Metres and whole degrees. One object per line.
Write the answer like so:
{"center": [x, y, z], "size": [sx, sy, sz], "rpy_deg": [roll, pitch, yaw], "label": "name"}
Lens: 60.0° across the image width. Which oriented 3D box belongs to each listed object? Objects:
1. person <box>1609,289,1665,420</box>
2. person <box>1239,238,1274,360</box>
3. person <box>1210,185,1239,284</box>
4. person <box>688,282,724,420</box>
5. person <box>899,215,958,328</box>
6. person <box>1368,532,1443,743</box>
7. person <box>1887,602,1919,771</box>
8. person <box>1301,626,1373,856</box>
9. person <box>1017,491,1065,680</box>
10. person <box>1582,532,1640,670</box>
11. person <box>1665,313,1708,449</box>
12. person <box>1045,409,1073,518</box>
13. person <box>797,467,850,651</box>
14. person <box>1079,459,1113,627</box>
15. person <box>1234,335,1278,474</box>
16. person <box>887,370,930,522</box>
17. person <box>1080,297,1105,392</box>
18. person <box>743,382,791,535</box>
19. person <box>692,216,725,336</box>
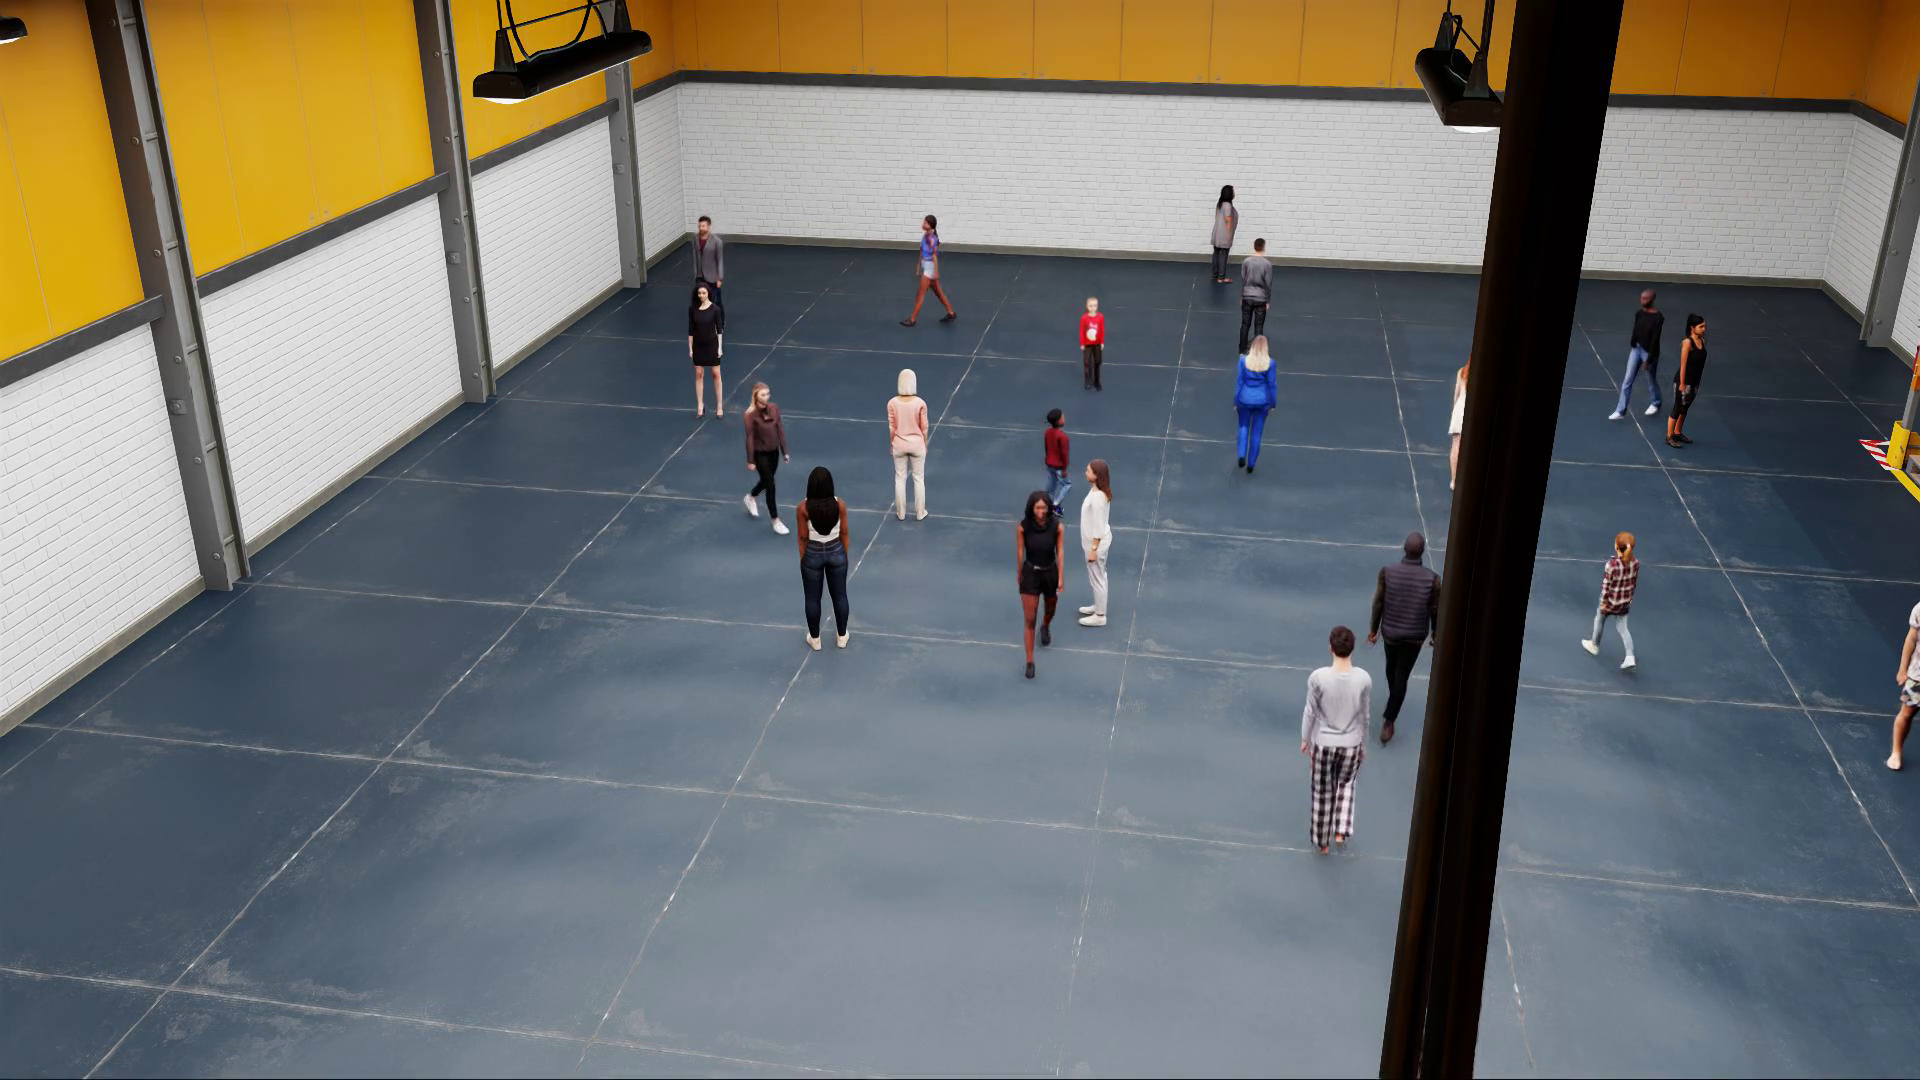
{"center": [8.896, -2.385, 21.448], "size": [1.155, 1.712, 1.109], "rpy_deg": [-15, 28, -31], "label": "person"}
{"center": [4.222, -3.448, 23.819], "size": [0.667, 1.761, 0.627], "rpy_deg": [11, 26, 24], "label": "person"}
{"center": [4.415, -5.157, 27.919], "size": [0.812, 1.609, 0.734], "rpy_deg": [-6, 24, -14], "label": "person"}
{"center": [-3.273, -2.448, 21.475], "size": [0.608, 1.805, 0.509], "rpy_deg": [2, 24, 4], "label": "person"}
{"center": [-0.373, -4.074, 25.339], "size": [1.052, 1.690, 1.202], "rpy_deg": [-8, 25, -17], "label": "person"}
{"center": [3.709, 0.844, 13.974], "size": [0.927, 1.781, 1.255], "rpy_deg": [11, 26, 23], "label": "person"}
{"center": [7.915, 1.035, 13.502], "size": [0.702, 1.811, 0.623], "rpy_deg": [8, 25, 17], "label": "person"}
{"center": [2.795, 1.545, 12.303], "size": [0.667, 1.835, 0.699], "rpy_deg": [2, 24, 4], "label": "person"}
{"center": [0.740, 0.339, 15.224], "size": [0.751, 1.705, 1.173], "rpy_deg": [-1, 24, -3], "label": "person"}
{"center": [6.051, 0.571, 15.216], "size": [0.762, 1.288, 0.979], "rpy_deg": [-5, 24, -11], "label": "person"}
{"center": [9.009, -1.986, 20.600], "size": [0.635, 1.661, 0.712], "rpy_deg": [-19, 30, -36], "label": "person"}
{"center": [1.035, -0.842, 18.495], "size": [0.664, 1.249, 0.606], "rpy_deg": [-16, 28, -32], "label": "person"}
{"center": [-1.262, 0.168, 15.485], "size": [0.719, 1.809, 0.716], "rpy_deg": [-4, 24, -9], "label": "person"}
{"center": [1.319, 0.013, 15.992], "size": [0.669, 1.688, 0.470], "rpy_deg": [3, 24, 6], "label": "person"}
{"center": [3.450, -1.570, 19.613], "size": [0.677, 1.688, 0.650], "rpy_deg": [8, 25, 17], "label": "person"}
{"center": [-0.569, -1.047, 18.373], "size": [0.619, 1.724, 0.543], "rpy_deg": [2, 24, 4], "label": "person"}
{"center": [1.788, -2.699, 22.717], "size": [0.601, 1.270, 0.694], "rpy_deg": [-3, 24, -7], "label": "person"}
{"center": [-2.165, -0.940, 18.187], "size": [1.062, 1.675, 1.105], "rpy_deg": [21, 31, 39], "label": "person"}
{"center": [-3.720, -3.941, 24.836], "size": [0.832, 1.850, 0.888], "rpy_deg": [9, 25, 20], "label": "person"}
